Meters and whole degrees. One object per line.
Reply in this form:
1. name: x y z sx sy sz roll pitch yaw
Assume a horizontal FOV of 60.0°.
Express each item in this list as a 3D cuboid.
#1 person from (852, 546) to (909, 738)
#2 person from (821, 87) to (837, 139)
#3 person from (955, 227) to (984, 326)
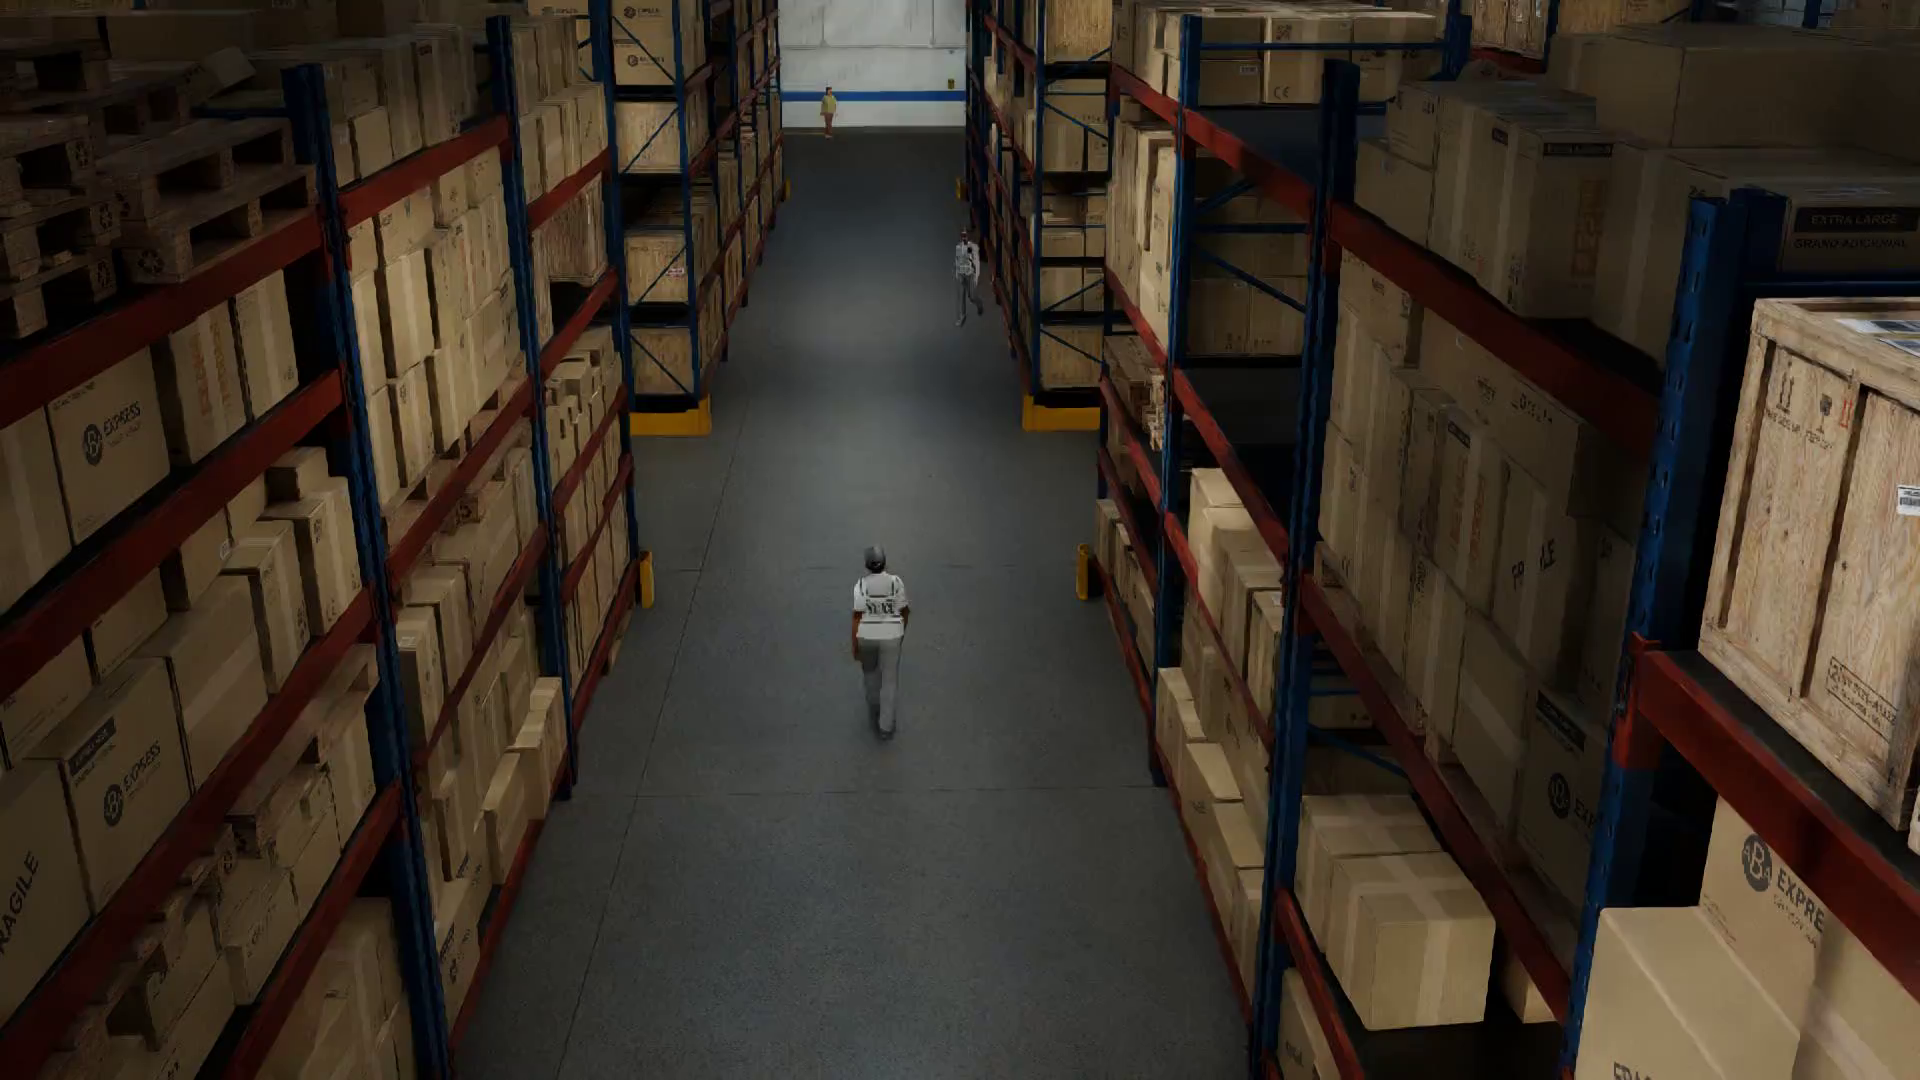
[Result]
1. person: -0.688 0.829 14.428 0.495 1.622 0.888 0 20 0
2. person: -4.174 -13.727 53.422 0.471 1.615 0.981 -10 23 -25
3. person: 0.139 -4.625 28.983 0.476 1.689 0.658 8 22 21
